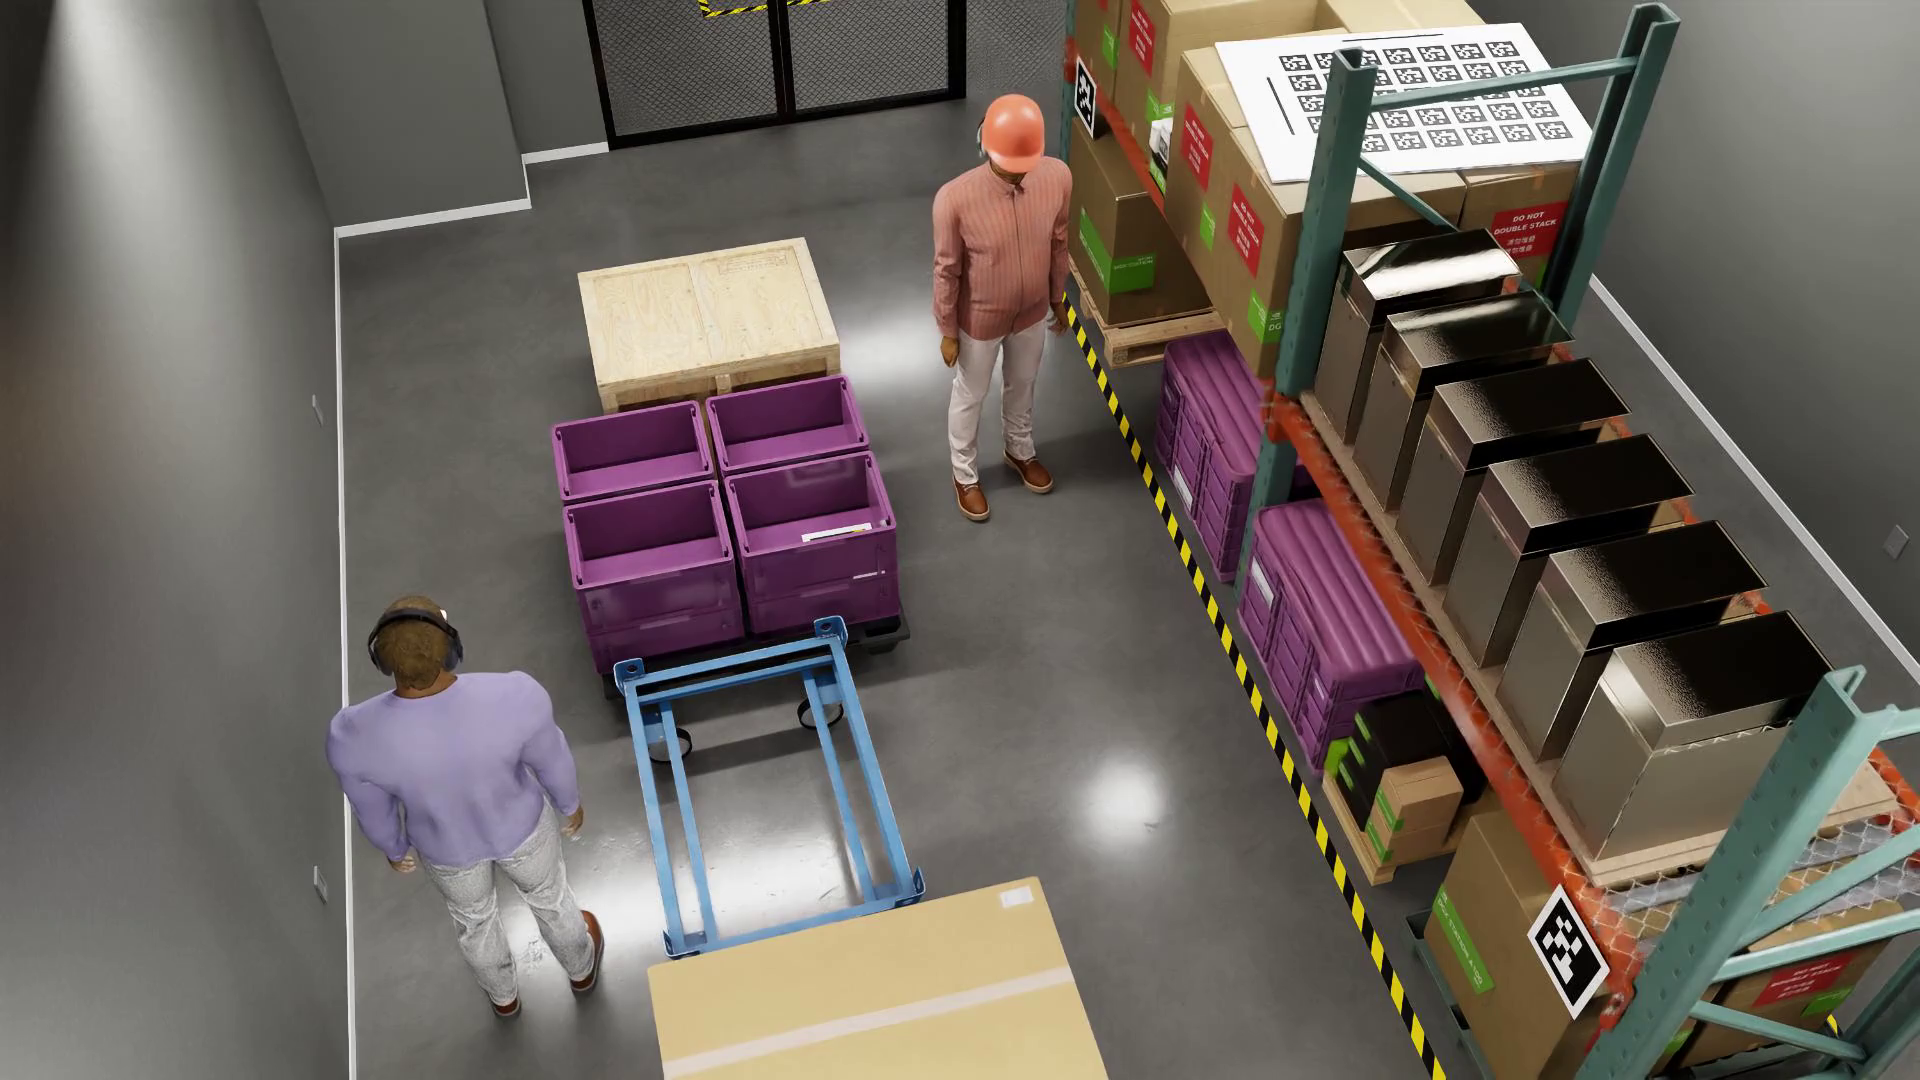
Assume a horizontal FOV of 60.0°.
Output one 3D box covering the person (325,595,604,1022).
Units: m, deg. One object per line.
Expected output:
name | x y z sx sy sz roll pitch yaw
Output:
person | -1.467 0.866 5.091 0.635 1.937 0.352 -13 49 -12

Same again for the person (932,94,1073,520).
person | 0.177 -0.923 6.702 0.611 1.987 0.383 -23 51 -19
